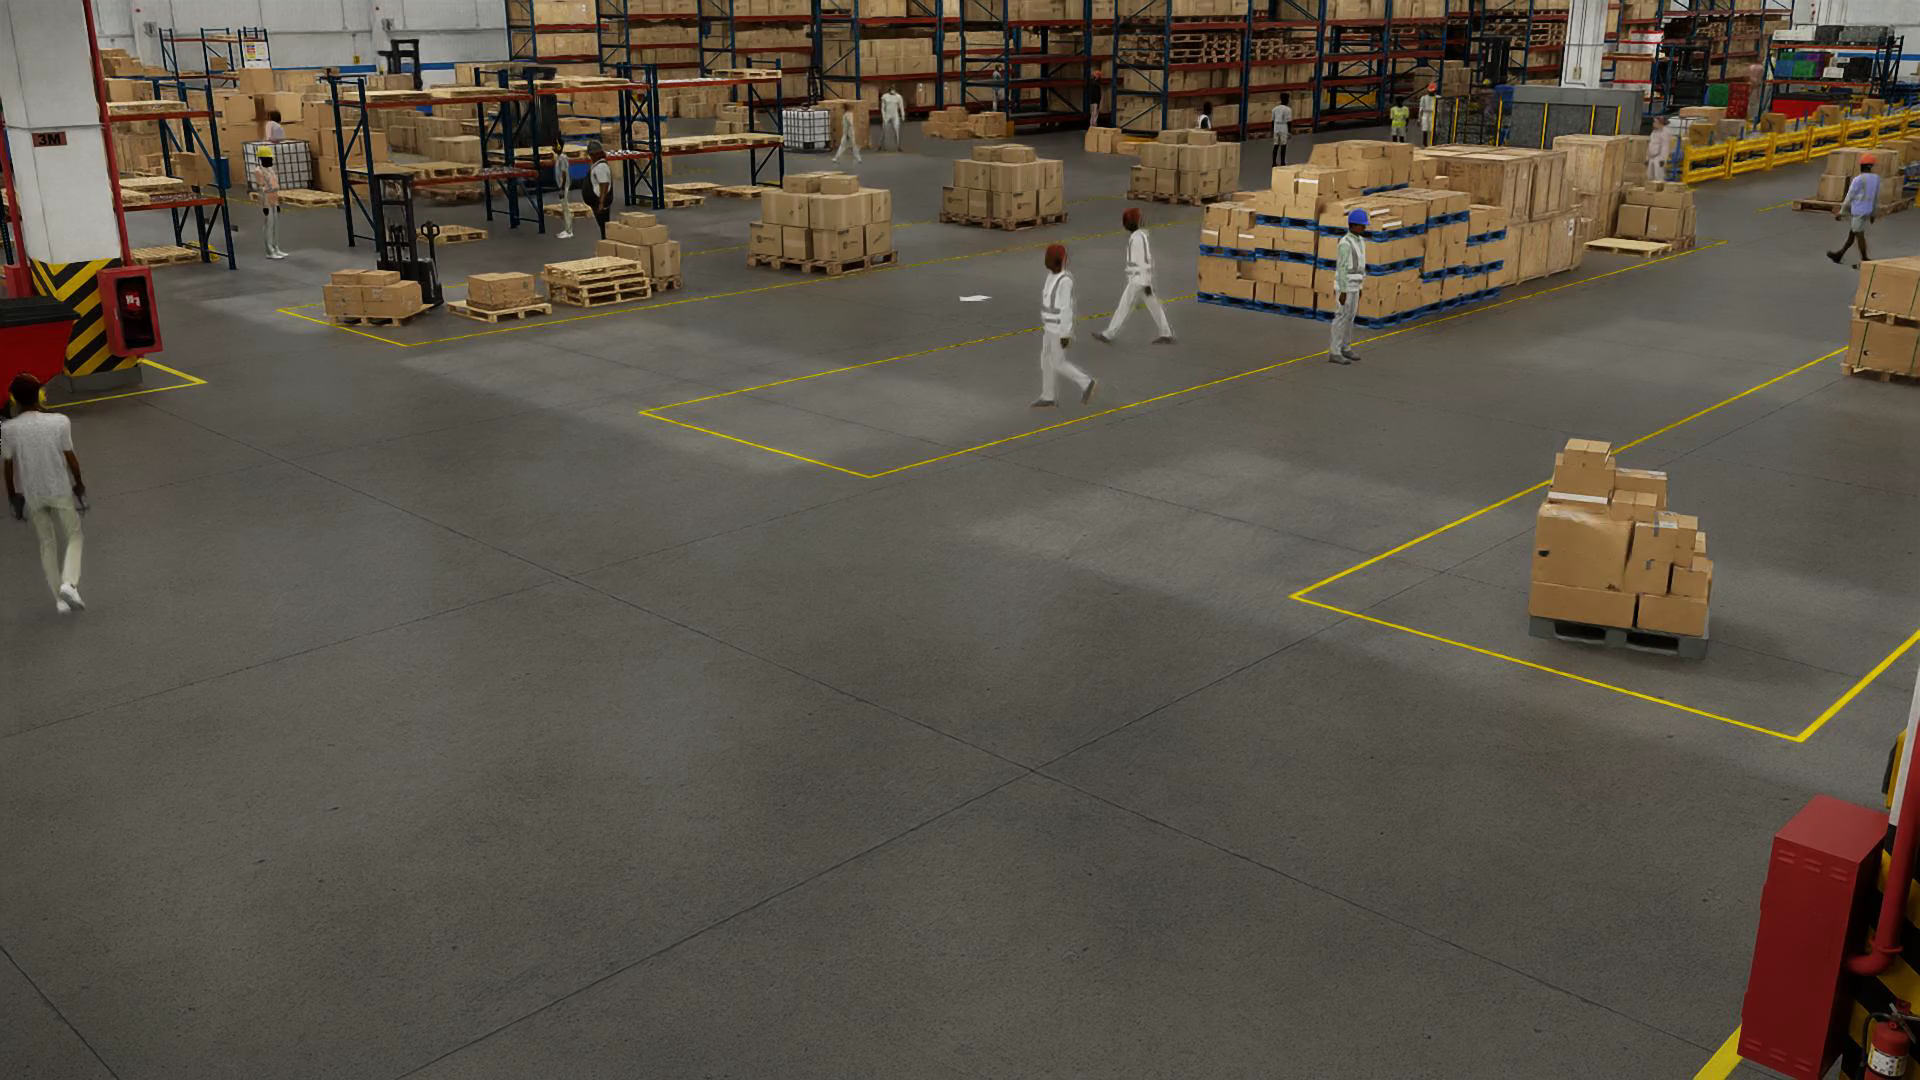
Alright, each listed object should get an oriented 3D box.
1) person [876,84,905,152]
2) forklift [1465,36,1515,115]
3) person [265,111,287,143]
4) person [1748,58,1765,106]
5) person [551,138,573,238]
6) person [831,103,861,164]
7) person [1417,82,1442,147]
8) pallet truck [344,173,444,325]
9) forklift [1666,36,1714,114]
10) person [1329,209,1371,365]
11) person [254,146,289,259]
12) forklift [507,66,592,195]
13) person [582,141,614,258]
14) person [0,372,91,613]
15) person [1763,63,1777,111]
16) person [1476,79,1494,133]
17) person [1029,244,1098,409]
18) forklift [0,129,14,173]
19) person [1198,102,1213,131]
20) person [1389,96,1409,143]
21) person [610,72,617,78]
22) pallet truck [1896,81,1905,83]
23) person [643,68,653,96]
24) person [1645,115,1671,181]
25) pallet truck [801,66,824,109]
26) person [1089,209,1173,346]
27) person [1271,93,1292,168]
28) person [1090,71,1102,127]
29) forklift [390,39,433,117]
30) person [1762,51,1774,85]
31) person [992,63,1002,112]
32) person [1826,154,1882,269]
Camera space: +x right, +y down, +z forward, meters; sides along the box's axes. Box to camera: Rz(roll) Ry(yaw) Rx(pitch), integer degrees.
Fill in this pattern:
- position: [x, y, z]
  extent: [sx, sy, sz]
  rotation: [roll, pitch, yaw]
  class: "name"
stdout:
- position: [-2.021, -12.200, 48.067]
  extent: [0.842, 1.910, 0.564]
  rotation: [-2, 18, -6]
  class: "person"
- position: [19.973, -17.201, 61.605]
  extent: [1.873, 2.768, 1.129]
  rotation: [16, 24, 40]
  class: "forklift"
- position: [-16.015, -9.195, 39.184]
  extent: [0.622, 1.790, 0.960]
  rotation: [15, 24, 38]
  class: "person"
- position: [31.935, -18.325, 66.582]
  extent: [0.960, 1.867, 0.663]
  rotation: [-11, 21, -29]
  class: "person"
- position: [-7.515, -6.641, 31.382]
  extent: [0.329, 1.865, 0.508]
  rotation: [-5, 19, -13]
  class: "person"
- position: [-3.041, -10.926, 44.714]
  extent: [0.845, 1.593, 0.522]
  rotation: [7, 20, 21]
  class: "person"
- position: [13.169, -11.805, 46.681]
  extent: [0.621, 2.025, 0.413]
  rotation: [10, 21, 27]
  class: "person"
- position: [-8.209, -4.181, 23.757]
  extent: [0.823, 1.965, 1.885]
  rotation: [3, 19, 9]
  class: "pallet truck"
- position: [27.341, -17.291, 61.877]
  extent: [1.129, 2.768, 1.873]
  rotation: [17, 25, 41]
  class: "forklift"
- position: [4.883, -3.171, 20.816]
  extent: [0.411, 1.939, 0.601]
  rotation: [11, 21, 31]
  class: "person"
- position: [-12.018, -5.874, 28.968]
  extent: [0.368, 1.928, 0.585]
  rotation: [-1, 18, -3]
  class: "person"
- position: [-9.543, -9.421, 38.166]
  extent: [1.129, 2.768, 1.873]
  rotation: [17, 25, 41]
  class: "forklift"
- position: [-6.277, -5.890, 28.839]
  extent: [0.536, 2.000, 0.684]
  rotation: [-4, 19, -12]
  class: "person"
- position: [-6.781, -0.325, 12.364]
  extent: [0.548, 1.857, 0.477]
  rotation: [-6, 19, -18]
  class: "person"
- position: [31.279, -17.459, 64.115]
  extent: [0.635, 1.768, 0.918]
  rotation: [4, 19, 12]
  class: "person"
- position: [16.913, -14.005, 53.752]
  extent: [0.785, 1.729, 0.539]
  rotation: [-11, 21, -29]
  class: "person"
- position: [1.151, -2.358, 18.485]
  extent: [0.663, 1.868, 0.581]
  rotation: [-4, 19, -12]
  class: "person"
- position: [-24.029, -10.894, 42.603]
  extent: [1.129, 2.768, 1.873]
  rotation: [17, 25, 41]
  class: "forklift"
- position: [6.109, -9.760, 40.750]
  extent: [0.919, 1.882, 0.599]
  rotation: [4, 19, 12]
  class: "person"
- position: [12.277, -11.587, 46.563]
  extent: [0.542, 1.678, 0.525]
  rotation: [5, 19, 14]
  class: "person"
- position: [-11.220, -14.519, 55.045]
  extent: [0.783, 1.916, 0.552]
  rotation: [-3, 19, -9]
  class: "person"
- position: [34.802, -16.331, 61.455]
  extent: [0.653, 1.274, 1.630]
  rotation: [17, 25, 41]
  class: "pallet truck"
- position: [-11.873, -17.251, 63.665]
  extent: [0.536, 1.665, 0.835]
  rotation: [1, 18, 2]
  class: "person"
- position: [15.423, -8.416, 36.734]
  extent: [0.437, 1.871, 0.682]
  rotation: [-2, 18, -5]
  class: "person"
- position: [-4.812, -15.182, 56.903]
  extent: [0.823, 1.965, 1.885]
  rotation: [-9, 21, -26]
  class: "pallet truck"
- position: [2.304, -3.427, 21.799]
  extent: [1.110, 1.810, 0.599]
  rotation: [4, 19, 11]
  class: "person"
- position: [8.354, -10.613, 43.187]
  extent: [0.367, 1.963, 0.609]
  rotation: [-14, 23, -37]
  class: "person"
- position: [4.399, -14.142, 53.771]
  extent: [0.376, 1.997, 0.612]
  rotation: [-3, 19, -10]
  class: "person"
- position: [-19.428, -16.213, 58.630]
  extent: [1.873, 2.768, 1.129]
  rotation: [17, 25, 41]
  class: "forklift"
- position: [37.891, -22.102, 78.128]
  extent: [0.554, 1.743, 0.618]
  rotation: [17, 25, 42]
  class: "person"
- position: [1.350, -16.361, 60.548]
  extent: [0.353, 1.936, 0.635]
  rotation: [2, 19, 7]
  class: "person"
- position: [15.092, -5.543, 28.025]
  extent: [0.571, 1.883, 0.980]
  rotation: [-8, 20, -22]
  class: "person"
